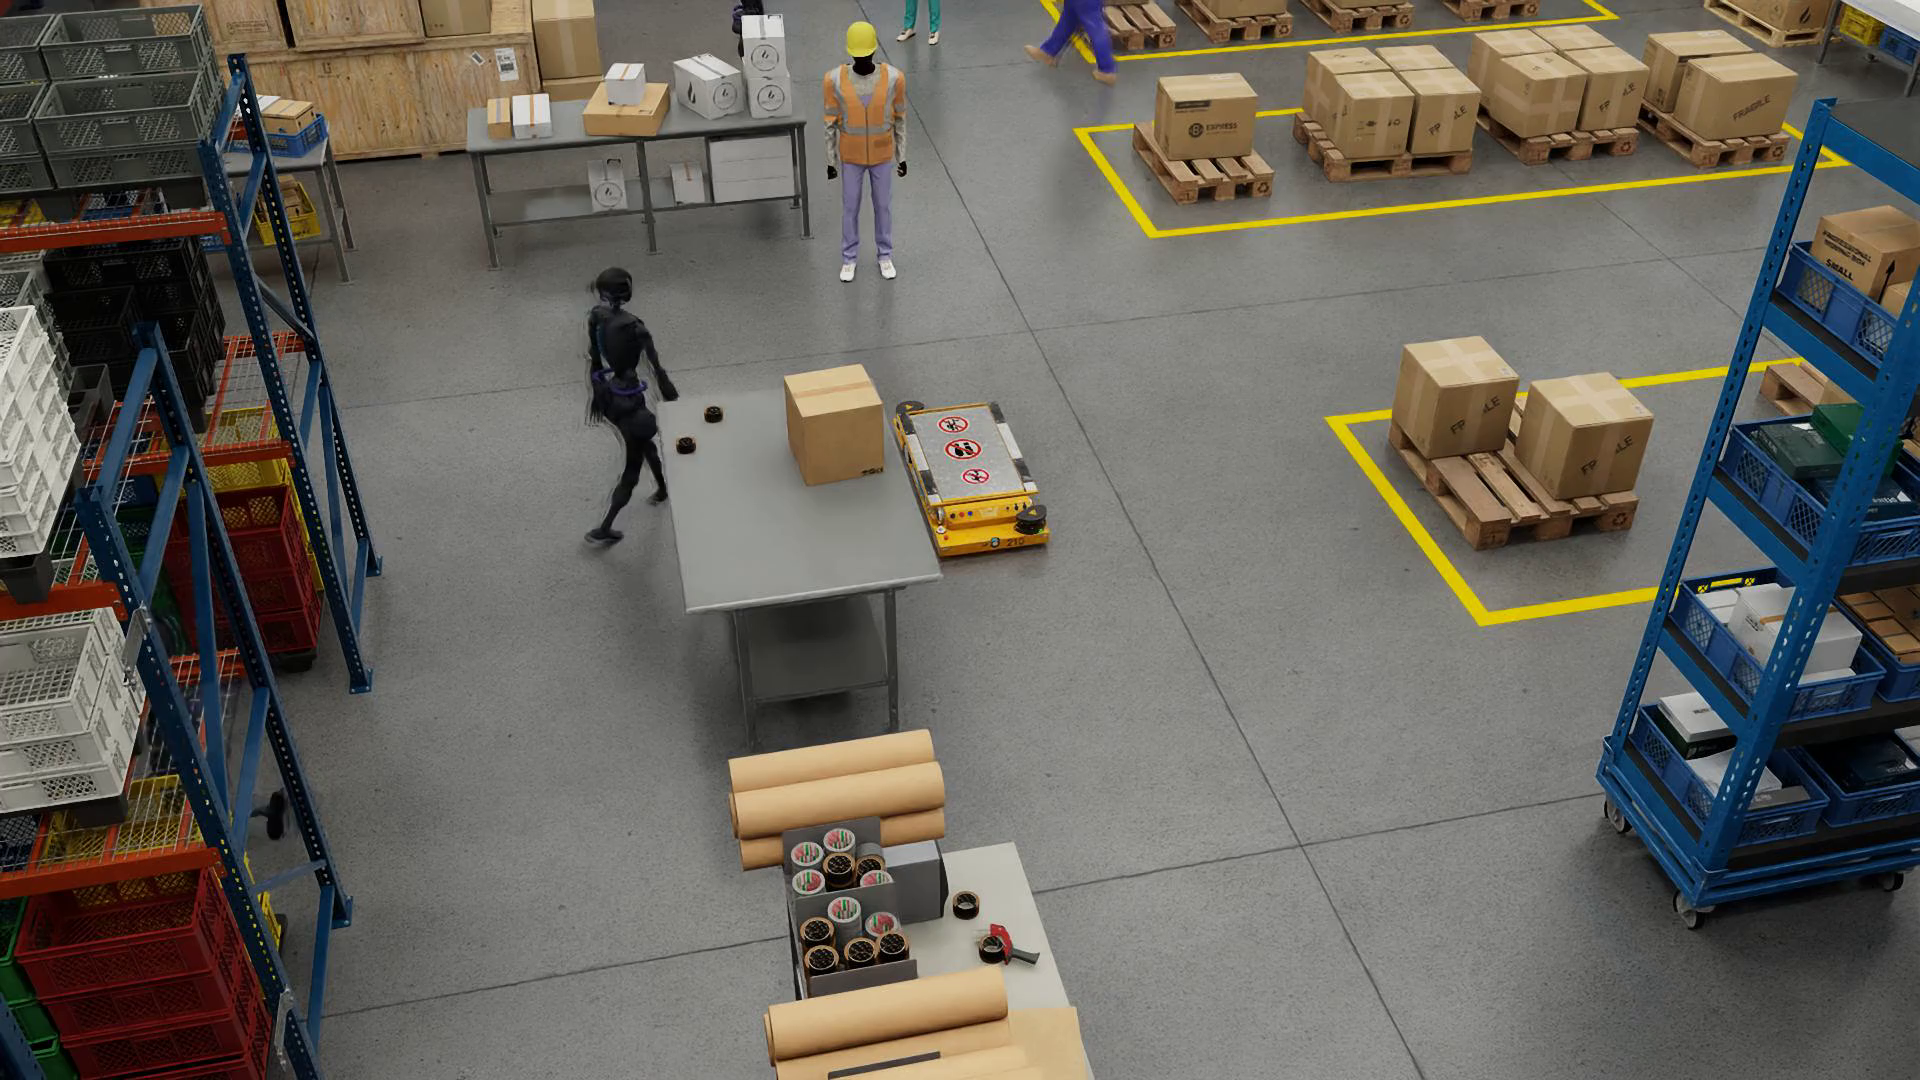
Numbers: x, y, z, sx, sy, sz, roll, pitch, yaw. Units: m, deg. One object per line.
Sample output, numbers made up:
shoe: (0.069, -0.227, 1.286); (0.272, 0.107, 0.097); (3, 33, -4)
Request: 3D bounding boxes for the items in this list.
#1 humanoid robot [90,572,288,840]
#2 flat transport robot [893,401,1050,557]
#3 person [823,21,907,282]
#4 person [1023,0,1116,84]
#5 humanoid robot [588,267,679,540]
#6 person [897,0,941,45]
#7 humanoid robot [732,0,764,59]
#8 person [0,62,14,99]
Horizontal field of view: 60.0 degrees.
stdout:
humanoid robot: (-3.437, 0.809, 7.297); (0.607, 1.627, 0.607); (-24, 43, -29)
flat transport robot: (0.046, -0.430, 10.108); (0.652, 0.197, 1.431); (-8, 37, -10)
person: (-0.665, -2.754, 11.867); (0.591, 1.925, 0.382); (-4, 37, -5)
person: (1.059, -5.188, 15.044); (0.997, 2.000, 0.750); (17, 40, 21)
humanoid robot: (-1.904, -0.772, 9.454); (0.766, 1.637, 0.573); (-29, 45, -33)
person: (-0.375, -5.625, 15.858); (0.522, 1.769, 0.316); (13, 38, 16)
humanoid robot: (-1.772, -4.342, 14.207); (0.352, 1.649, 0.569); (-2, 37, -2)
person: (-8.368, -4.392, 14.020); (0.388, 1.986, 0.608); (-25, 43, -30)
